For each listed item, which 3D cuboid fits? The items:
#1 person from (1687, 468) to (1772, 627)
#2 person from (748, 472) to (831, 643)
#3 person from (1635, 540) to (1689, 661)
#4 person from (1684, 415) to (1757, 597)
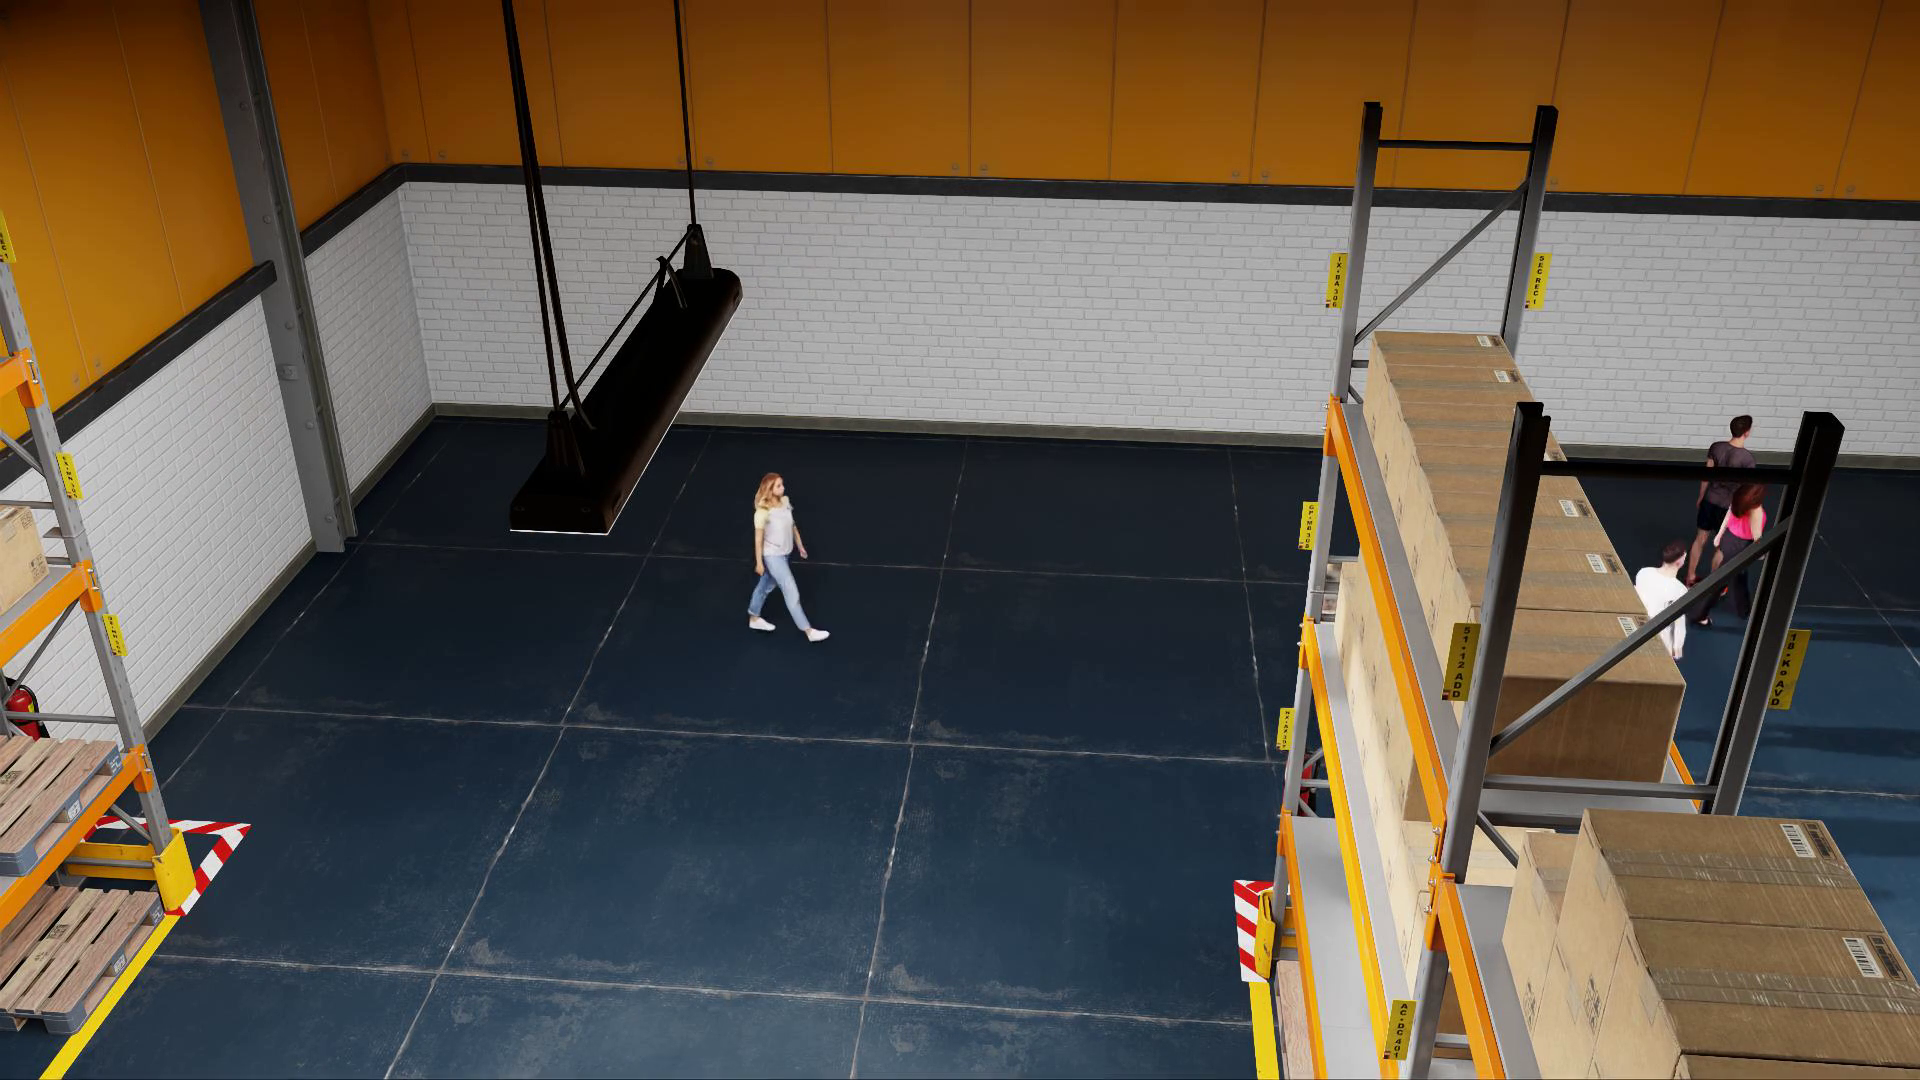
[{"bbox_3d":[7.043,0.111,15.252,0.681,1.621,0.933,1,29,1],"label":"person"},{"bbox_3d":[-1.746,0.148,15.131,0.936,1.673,1.128,11,31,20],"label":"person"},{"bbox_3d":[5.664,0.834,13.709,0.896,1.830,0.834,-11,31,-19],"label":"person"},{"bbox_3d":[7.242,-0.332,15.824,0.789,1.851,0.712,-20,34,-32],"label":"person"}]
